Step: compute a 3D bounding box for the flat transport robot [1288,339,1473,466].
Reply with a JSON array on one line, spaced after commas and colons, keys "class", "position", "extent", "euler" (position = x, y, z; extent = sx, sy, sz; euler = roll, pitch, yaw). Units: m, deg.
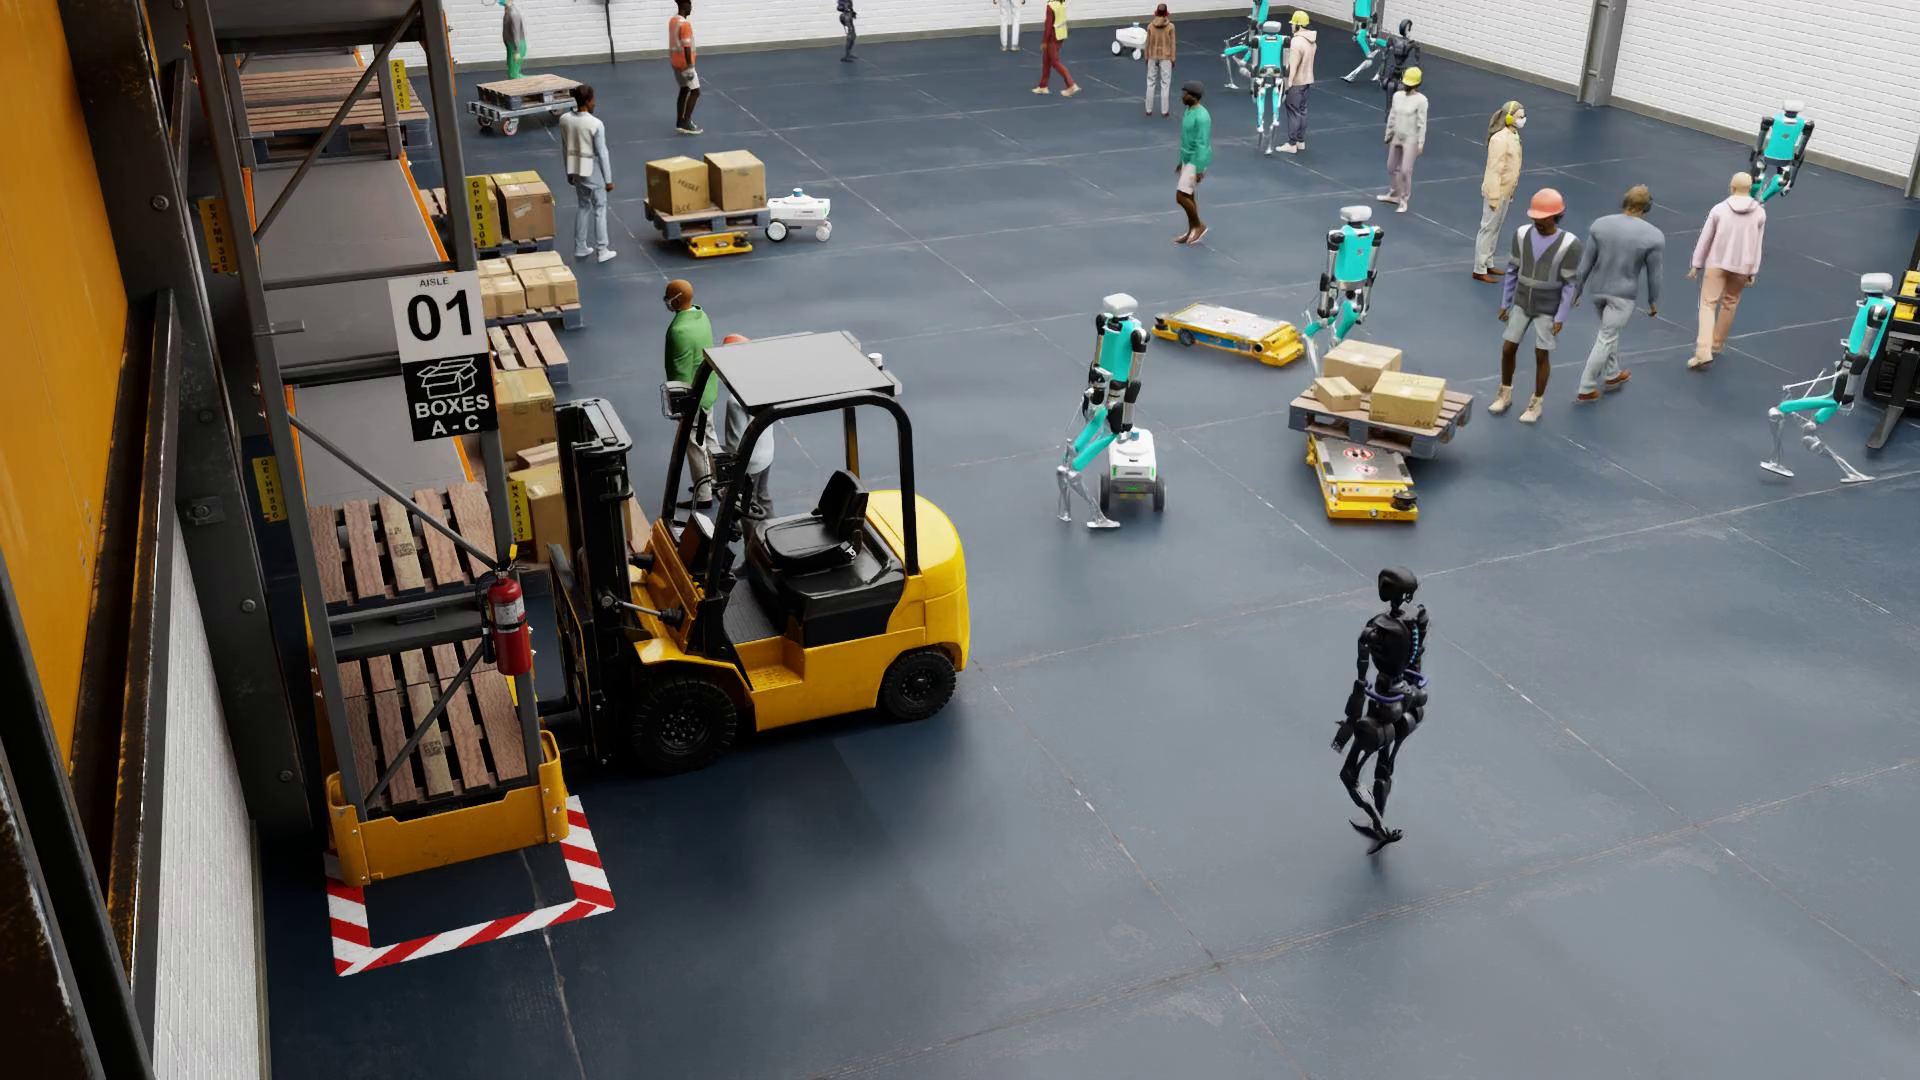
[{"class": "flat transport robot", "position": [3.441, -0.857, 13.693], "extent": [0.659, 0.231, 1.431], "euler": [16, 31, 29]}]

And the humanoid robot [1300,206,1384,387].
[{"class": "humanoid robot", "position": [3.238, -2.056, 14.483], "extent": [0.545, 1.831, 0.687], "euler": [-11, 29, -20]}]

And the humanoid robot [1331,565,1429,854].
[{"class": "humanoid robot", "position": [2.244, 0.887, 8.652], "extent": [0.599, 1.644, 0.393], "euler": [-20, 33, -34]}]

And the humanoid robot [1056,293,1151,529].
[{"class": "humanoid robot", "position": [0.934, -0.871, 12.089], "extent": [0.783, 1.787, 0.546], "euler": [-16, 31, -28]}]

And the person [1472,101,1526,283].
[{"class": "person", "position": [5.661, -3.671, 17.503], "extent": [0.402, 1.877, 0.552], "euler": [17, 31, 30]}]

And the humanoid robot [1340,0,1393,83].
[{"class": "humanoid robot", "position": [6.574, -8.108, 26.494], "extent": [1.037, 1.731, 0.558], "euler": [-14, 30, -25]}]

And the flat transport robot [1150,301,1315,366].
[{"class": "flat transport robot", "position": [2.607, -1.987, 15.939], "extent": [1.431, 0.231, 0.659], "euler": [20, 33, 34]}]

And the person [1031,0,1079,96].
[{"class": "person", "position": [1.507, -7.778, 25.835], "extent": [0.820, 1.746, 0.476], "euler": [10, 28, 18]}]

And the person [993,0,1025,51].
[{"class": "person", "position": [0.866, -9.568, 29.226], "extent": [0.579, 1.883, 0.366], "euler": [2, 27, 3]}]

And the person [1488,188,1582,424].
[{"class": "person", "position": [4.805, -1.946, 13.922], "extent": [0.465, 2.027, 0.607], "euler": [-22, 34, -37]}]

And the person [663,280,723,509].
[{"class": "person", "position": [-2.008, -1.096, 12.495], "extent": [0.388, 1.776, 0.545], "euler": [4, 27, 9]}]

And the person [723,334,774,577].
[{"class": "person", "position": [-1.477, -0.585, 11.516], "extent": [0.351, 1.739, 0.572], "euler": [8, 28, 15]}]

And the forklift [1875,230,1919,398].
[{"class": "forklift", "position": [9.029, -2.397, 14.618], "extent": [1.214, 2.155, 2.313], "euler": [18, 32, 32]}]

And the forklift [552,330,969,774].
[{"class": "forklift", "position": [-1.094, 0.010, 9.831], "extent": [2.313, 2.155, 1.214], "euler": [-10, 28, -20]}]

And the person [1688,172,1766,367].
[{"class": "person", "position": [7.028, -2.471, 15.263], "extent": [0.570, 1.753, 0.829], "euler": [7, 28, 14]}]

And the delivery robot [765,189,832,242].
[{"class": "delivery robot", "position": [-1.867, -3.720, 19.085], "extent": [0.813, 0.609, 0.499], "euler": [1, 27, 1]}]

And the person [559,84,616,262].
[{"class": "person", "position": [-4.053, -3.980, 18.087], "extent": [0.606, 1.902, 0.408], "euler": [14, 30, 26]}]

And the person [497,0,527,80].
[{"class": "person", "position": [-6.622, -7.367, 24.903], "extent": [0.535, 1.826, 0.534], "euler": [-12, 29, -22]}]

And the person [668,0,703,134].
[{"class": "person", "position": [-3.894, -6.756, 23.571], "extent": [0.408, 1.937, 0.631], "euler": [-14, 30, -25]}]

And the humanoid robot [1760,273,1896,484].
[{"class": "humanoid robot", "position": [6.655, -1.221, 12.811], "extent": [1.033, 1.744, 0.559], "euler": [12, 29, 22]}]

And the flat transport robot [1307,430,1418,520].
[{"class": "flat transport robot", "position": [3.143, -0.544, 13.070], "extent": [0.659, 0.231, 1.431], "euler": [2, 27, 3]}]

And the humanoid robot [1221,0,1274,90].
[{"class": "humanoid robot", "position": [4.451, -7.825, 25.941], "extent": [1.031, 1.740, 0.558], "euler": [12, 29, 23]}]

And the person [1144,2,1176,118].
[{"class": "person", "position": [2.938, -7.064, 24.506], "extent": [0.462, 1.648, 0.327], "euler": [8, 28, 16]}]

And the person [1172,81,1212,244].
[{"class": "person", "position": [2.590, -4.204, 18.606], "extent": [0.460, 1.833, 0.524], "euler": [-5, 27, -11]}]

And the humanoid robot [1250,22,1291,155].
[{"class": "humanoid robot", "position": [4.118, -5.925, 22.232], "extent": [0.543, 1.854, 0.741], "euler": [4, 27, 9]}]

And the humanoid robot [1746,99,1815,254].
[{"class": "humanoid robot", "position": [8.907, -4.024, 18.364], "extent": [0.627, 1.781, 0.849], "euler": [7, 28, 14]}]

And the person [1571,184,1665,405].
[{"class": "person", "position": [5.744, -2.142, 14.427], "extent": [0.860, 1.898, 0.654], "euler": [-22, 34, -36]}]

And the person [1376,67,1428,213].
[{"class": "person", "position": [5.300, -4.812, 19.944], "extent": [0.438, 1.730, 0.691], "euler": [-16, 31, -28]}]

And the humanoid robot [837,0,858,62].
[{"class": "humanoid robot", "position": [-1.918, -9.024, 28.372], "extent": [0.332, 1.643, 0.585], "euler": [2, 27, 4]}]

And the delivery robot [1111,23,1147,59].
[{"class": "delivery robot", "position": [3.022, -8.692, 28.980], "extent": [0.520, 0.614, 0.785], "euler": [-20, 33, -34]}]

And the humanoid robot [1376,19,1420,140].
[{"class": "humanoid robot", "position": [6.126, -6.423, 23.193], "extent": [0.600, 1.645, 0.396], "euler": [19, 32, 33]}]

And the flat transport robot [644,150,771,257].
[{"class": "flat transport robot", "position": [-2.890, -3.528, 19.004], "extent": [0.659, 0.231, 1.431], "euler": [-11, 29, -21]}]

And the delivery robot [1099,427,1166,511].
[{"class": "delivery robot", "position": [1.321, -0.581, 12.806], "extent": [0.499, 0.577, 0.769], "euler": [1, 27, 3]}]

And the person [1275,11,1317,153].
[{"class": "person", "position": [4.596, -6.213, 22.583], "extent": [0.431, 1.859, 0.789], "euler": [15, 30, 27]}]
